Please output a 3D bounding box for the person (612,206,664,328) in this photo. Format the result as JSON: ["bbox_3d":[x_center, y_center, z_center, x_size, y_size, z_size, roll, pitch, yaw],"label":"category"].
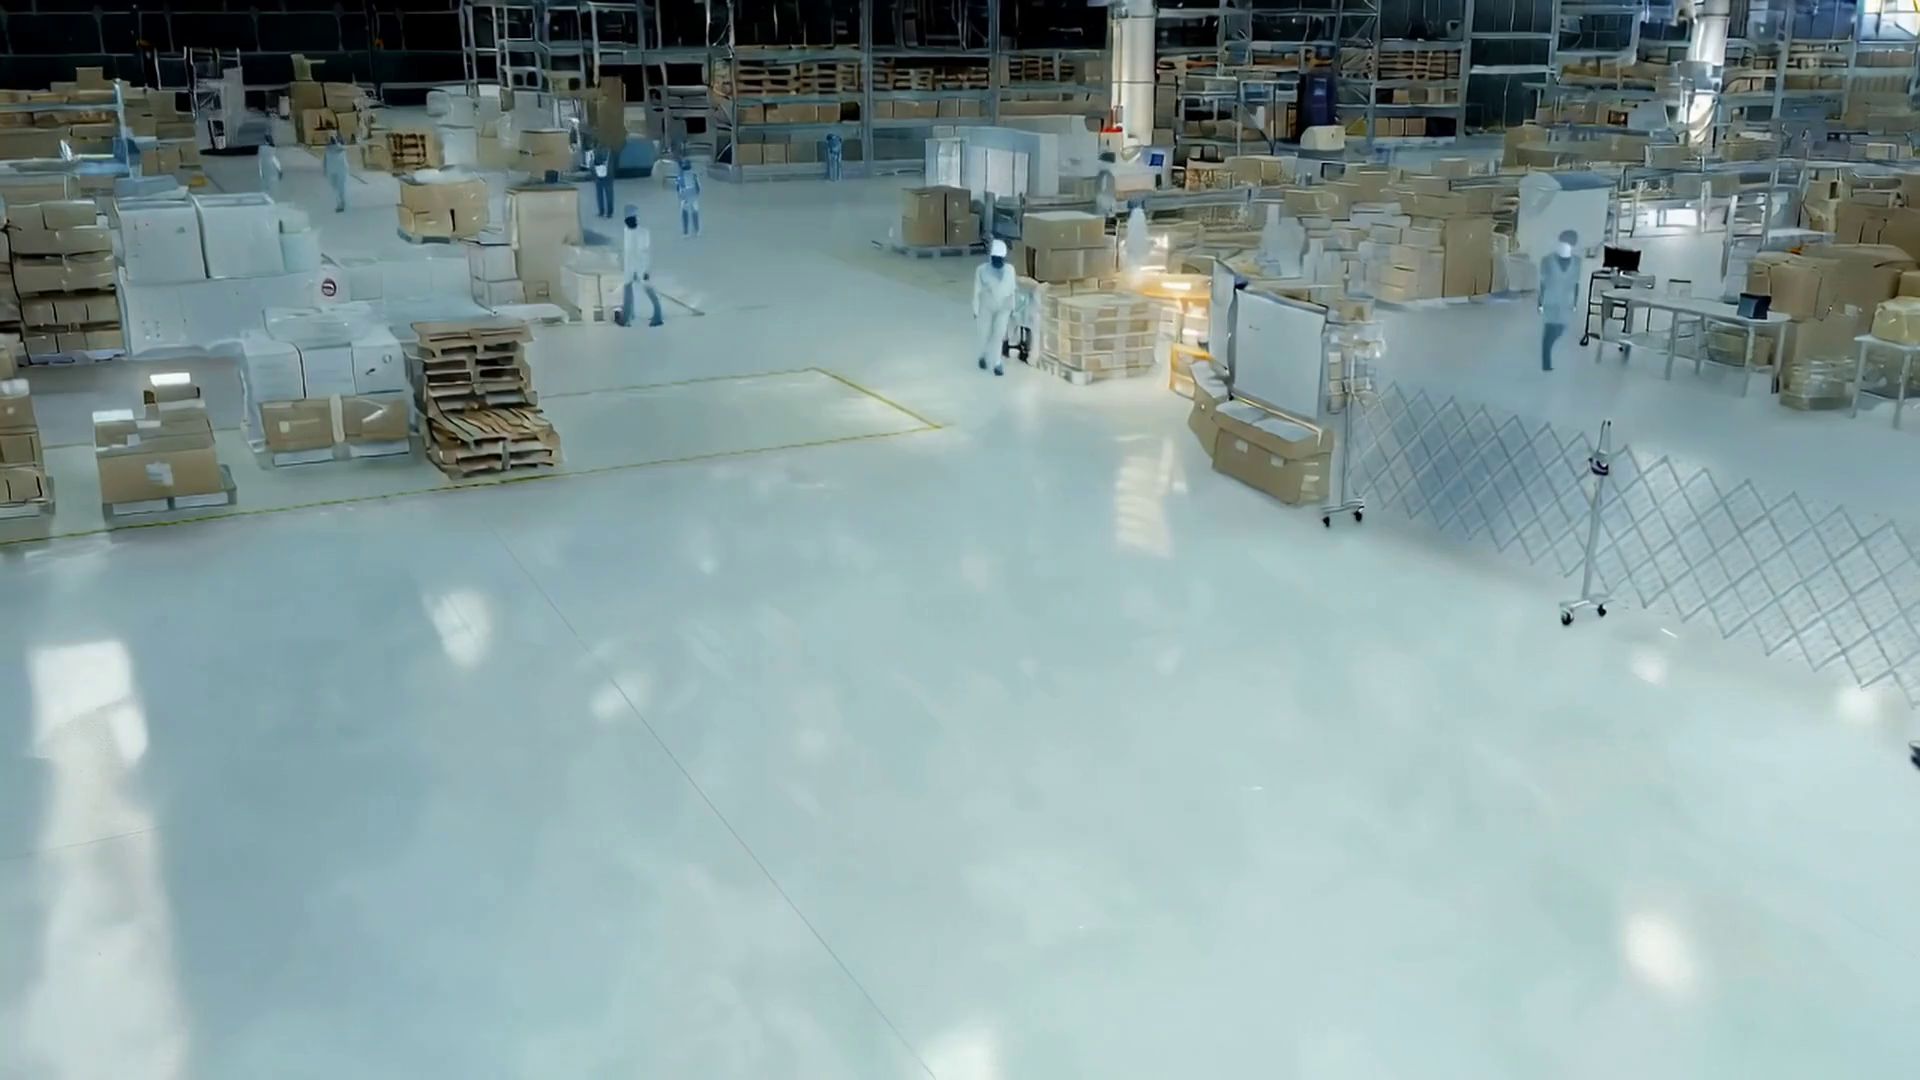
[{"bbox_3d":[-4.988,-4.177,25.494,0.595,1.860,0.990,14,23,38],"label":"person"}]

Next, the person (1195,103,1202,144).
[{"bbox_3d":[8.125,-14.065,56.707,0.526,1.618,0.367,2,18,5],"label":"person"}]

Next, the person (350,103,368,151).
[{"bbox_3d":[-20.630,-14.219,57.196,0.554,1.613,0.542,10,20,29],"label":"person"}]

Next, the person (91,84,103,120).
[{"bbox_3d":[-33.290,-16.718,64.559,0.760,1.892,0.547,-10,20,-27],"label":"person"}]

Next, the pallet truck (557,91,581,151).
[{"bbox_3d":[-13.495,-14.412,57.188,0.823,1.965,1.885,-3,18,-9],"label":"pallet truck"}]

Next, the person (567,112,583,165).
[{"bbox_3d":[-12.048,-12.476,51.776,0.522,1.620,0.675,8,19,24],"label":"person"}]

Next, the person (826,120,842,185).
[{"bbox_3d":[-3.497,-10.764,46.206,0.518,1.757,0.339,-14,23,-37],"label":"person"}]

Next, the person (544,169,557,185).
[{"bbox_3d":[-7.389,-5.781,30.332,0.607,1.966,0.367,12,21,33],"label":"person"}]

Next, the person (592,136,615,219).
[{"bbox_3d":[-8.286,-8.426,38.680,0.610,1.907,0.418,8,20,24],"label":"person"}]

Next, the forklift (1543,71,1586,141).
[{"bbox_3d":[18.685,-13.231,52.085,1.873,2.768,1.129,-9,20,-26],"label":"forklift"}]

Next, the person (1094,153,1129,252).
[{"bbox_3d":[2.973,-6.719,33.218,1.091,1.977,0.620,-7,19,-20],"label":"person"}]

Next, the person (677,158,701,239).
[{"bbox_3d":[-5.752,-7.248,35.341,0.535,1.697,0.318,-9,20,-26],"label":"person"}]

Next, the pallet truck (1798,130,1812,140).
[{"bbox_3d":[25.526,-11.556,49.408,1.630,1.274,0.653,-9,20,-26],"label":"pallet truck"}]

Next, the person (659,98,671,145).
[{"bbox_3d":[-9.601,-13.421,54.188,0.342,1.942,0.552,-9,20,-26],"label":"person"}]

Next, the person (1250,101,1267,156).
[{"bbox_3d":[9.705,-13.255,53.632,0.706,1.971,0.632,12,21,32],"label":"person"}]

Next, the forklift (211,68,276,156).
[{"bbox_3d":[-23.898,-14.202,55.110,1.873,2.768,1.129,-4,18,-11],"label":"forklift"}]

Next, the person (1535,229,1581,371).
[{"bbox_3d":[8.127,-3.296,22.689,0.577,1.907,0.644,0,18,0],"label":"person"}]

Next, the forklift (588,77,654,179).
[{"bbox_3d":[-9.901,-11.889,47.898,1.873,2.768,1.129,-9,20,-26],"label":"forklift"}]

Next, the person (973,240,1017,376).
[{"bbox_3d":[0.465,-3.104,22.228,0.586,1.814,0.457,-6,19,-17],"label":"person"}]

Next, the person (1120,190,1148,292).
[{"bbox_3d":[2.763,-4.629,26.764,0.618,1.948,0.671,5,18,15],"label":"person"}]

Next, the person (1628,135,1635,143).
[{"bbox_3d":[24.138,-15.108,59.732,0.315,1.767,0.535,3,18,9],"label":"person"}]

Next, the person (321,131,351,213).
[{"bbox_3d":[-14.996,-8.814,39.859,0.651,1.915,0.719,2,18,5],"label":"person"}]

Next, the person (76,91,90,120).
[{"bbox_3d":[-33.457,-16.280,63.516,0.540,1.675,0.369,2,18,6],"label":"person"}]

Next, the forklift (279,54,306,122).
[{"bbox_3d":[-27.992,-19.202,70.697,1.873,2.768,1.129,-9,20,-26],"label":"forklift"}]

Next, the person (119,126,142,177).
[{"bbox_3d":[-21.311,-9.719,42.832,0.441,1.823,0.628,-1,18,-2],"label":"person"}]

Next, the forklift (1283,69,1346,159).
[{"bbox_3d":[11.615,-13.871,54.079,1.129,2.768,1.873,-9,20,-27],"label":"forklift"}]

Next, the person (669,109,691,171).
[{"bbox_3d":[-8.333,-11.782,49.165,0.646,1.897,0.867,-15,23,-39],"label":"person"}]

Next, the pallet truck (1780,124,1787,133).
[{"bbox_3d":[25.206,-12.542,52.601,1.601,1.201,0.680,0,18,-2],"label":"pallet truck"}]

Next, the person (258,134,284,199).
[{"bbox_3d":[-16.685,-8.907,40.326,0.554,1.810,0.994,6,19,19],"label":"person"}]
